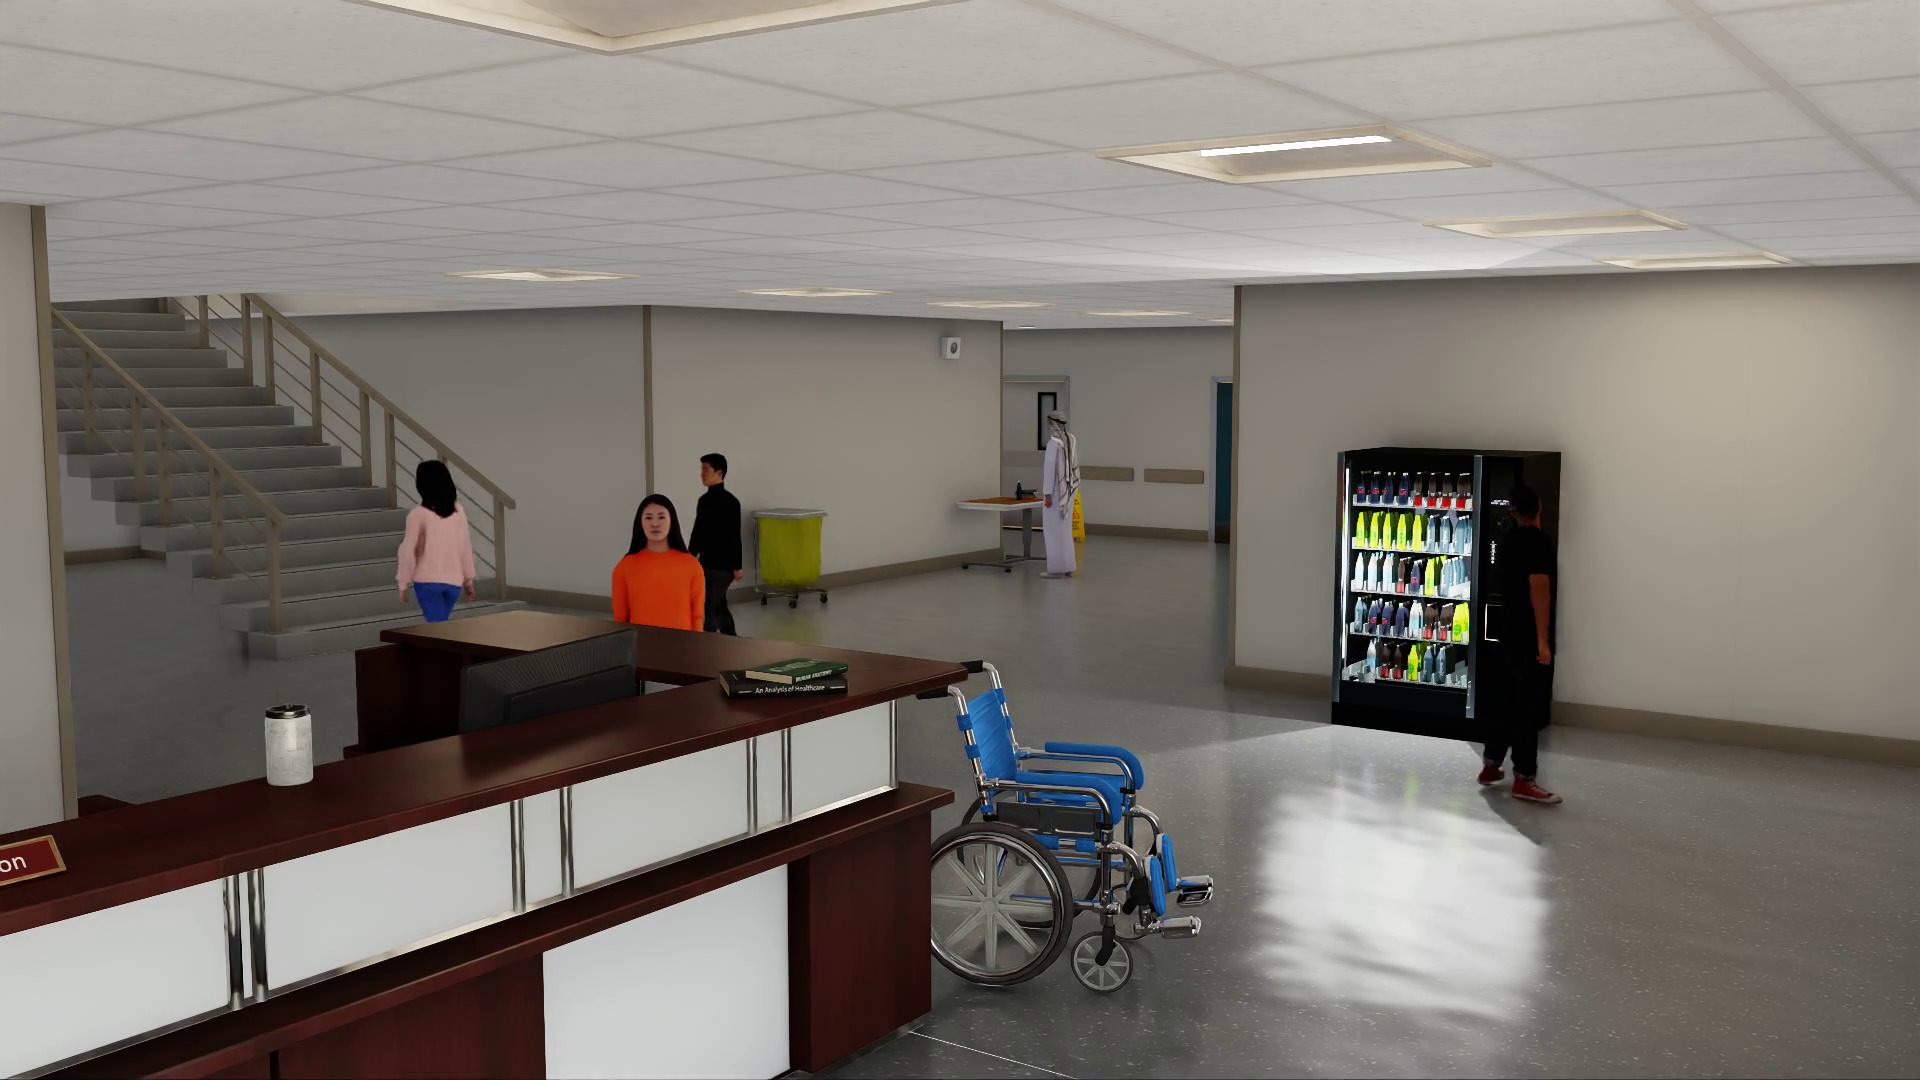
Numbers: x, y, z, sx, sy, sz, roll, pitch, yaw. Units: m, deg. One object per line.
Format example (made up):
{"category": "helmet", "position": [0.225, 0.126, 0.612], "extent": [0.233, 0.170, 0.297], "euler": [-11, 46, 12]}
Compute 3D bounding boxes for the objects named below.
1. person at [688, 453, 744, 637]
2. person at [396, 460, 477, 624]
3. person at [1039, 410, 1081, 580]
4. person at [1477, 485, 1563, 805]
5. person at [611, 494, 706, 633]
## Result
{"category": "person", "position": [-1.865, 0.178, 13.159], "extent": [0.862, 1.706, 0.854], "euler": [-4, 7, -34]}
{"category": "person", "position": [-3.475, 0.367, 11.235], "extent": [1.146, 1.716, 0.713], "euler": [5, 7, 38]}
{"category": "person", "position": [1.146, -0.531, 19.125], "extent": [0.634, 1.923, 0.679], "euler": [4, 7, 32]}
{"category": "person", "position": [3.123, 0.572, 9.149], "extent": [0.836, 1.725, 0.840], "euler": [2, 6, 15]}
{"category": "person", "position": [-1.527, 0.635, 8.401], "extent": [0.708, 1.748, 0.758], "euler": [-1, 6, -13]}
